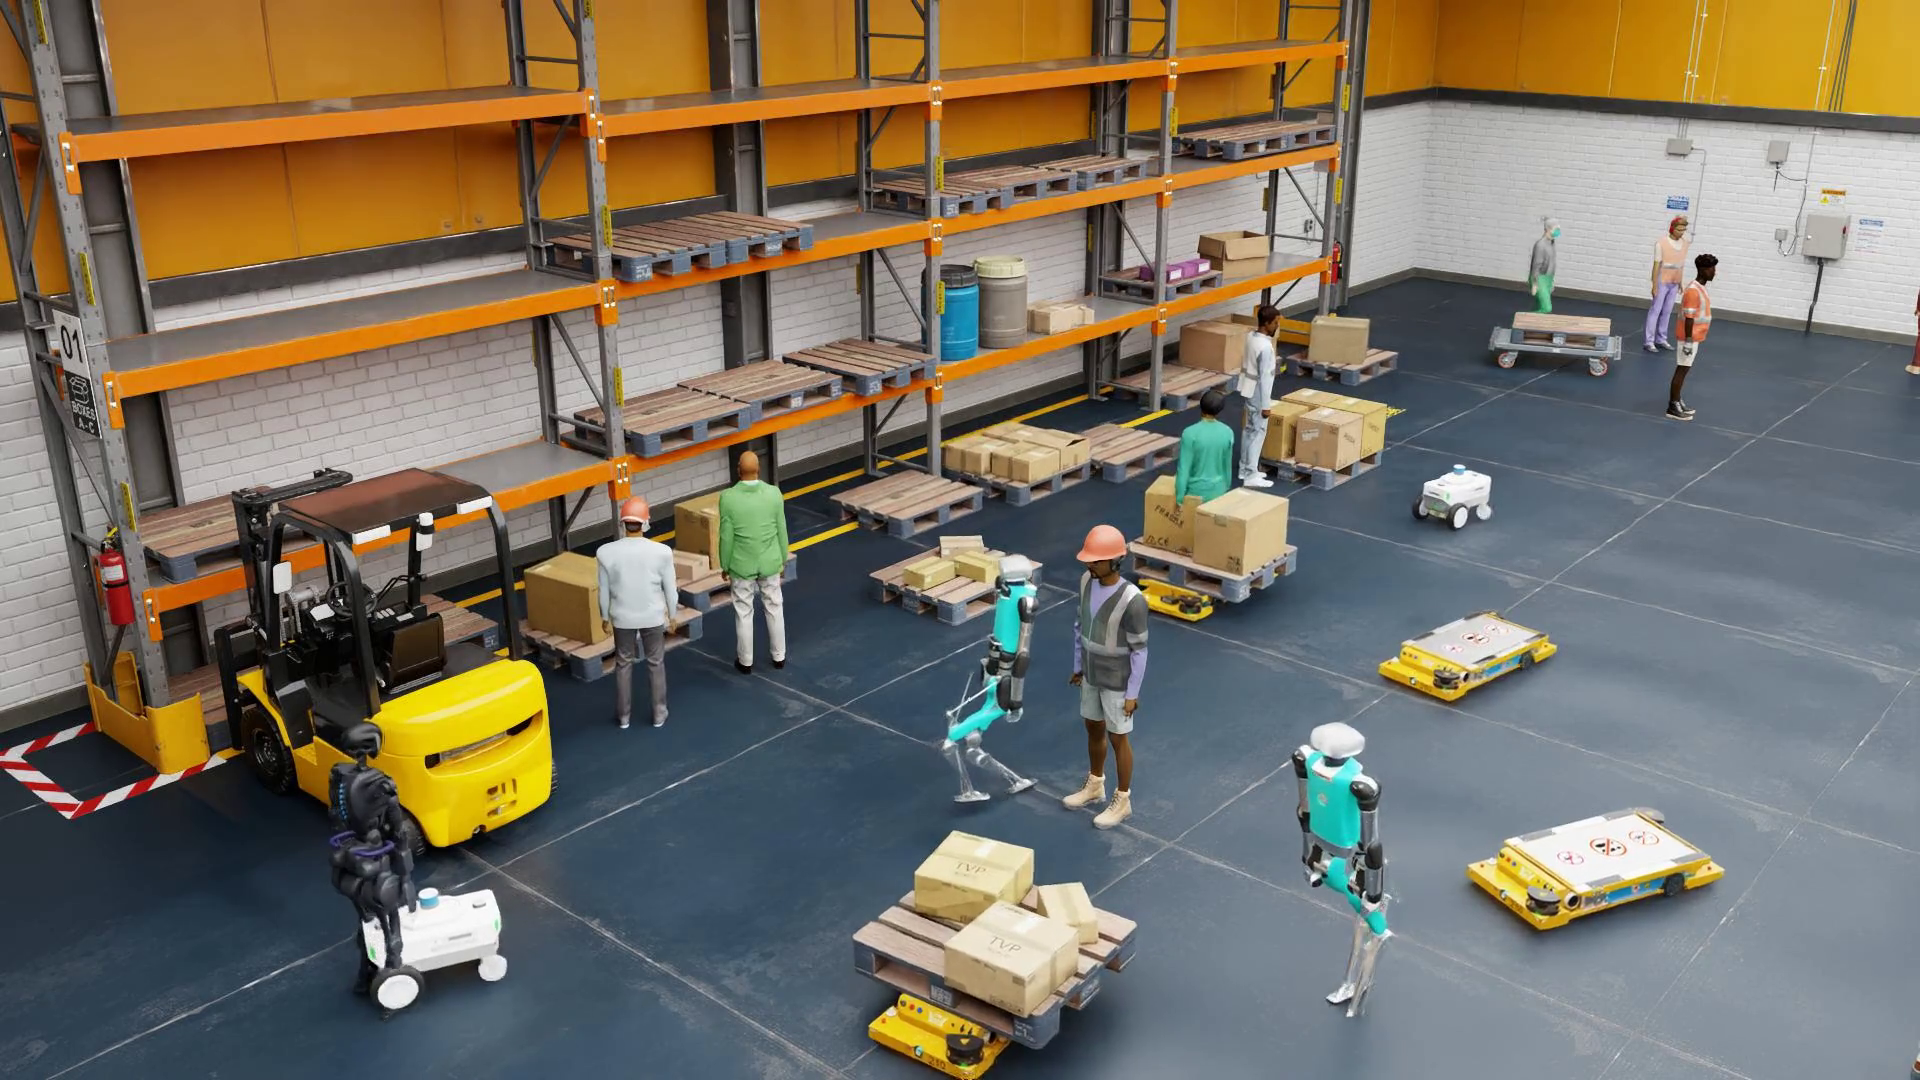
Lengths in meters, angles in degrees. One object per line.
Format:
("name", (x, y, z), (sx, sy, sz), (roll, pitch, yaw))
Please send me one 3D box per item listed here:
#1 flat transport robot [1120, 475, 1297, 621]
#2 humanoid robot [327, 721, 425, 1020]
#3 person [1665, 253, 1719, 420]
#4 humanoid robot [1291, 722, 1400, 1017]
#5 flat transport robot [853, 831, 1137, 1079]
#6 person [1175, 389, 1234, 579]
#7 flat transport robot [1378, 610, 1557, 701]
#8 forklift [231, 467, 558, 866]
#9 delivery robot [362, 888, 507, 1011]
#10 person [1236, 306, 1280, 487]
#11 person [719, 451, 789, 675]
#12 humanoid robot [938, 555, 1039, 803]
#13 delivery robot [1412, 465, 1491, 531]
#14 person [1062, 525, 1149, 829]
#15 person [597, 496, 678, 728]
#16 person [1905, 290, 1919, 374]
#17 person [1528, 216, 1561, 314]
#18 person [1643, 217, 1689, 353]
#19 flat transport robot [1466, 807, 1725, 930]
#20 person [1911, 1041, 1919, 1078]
("flat transport robot", (2.164, 0.358, 14.581), (0.659, 0.231, 1.431), (16, 26, 37))
("humanoid robot", (-3.146, 1.732, 8.838), (0.589, 1.637, 0.331), (11, 23, 27))
("person", (8.645, -2.414, 19.643), (0.364, 1.964, 0.609), (11, 23, 28))
("humanoid robot", (2.102, 1.729, 8.761), (0.762, 1.770, 0.531), (-14, 24, -33))
("flat transport robot", (0.190, 2.396, 9.059), (0.659, 0.231, 1.431), (14, 24, 33))
("person", (2.111, -0.378, 14.330), (0.571, 1.819, 0.503), (-6, 21, -16))
("flat transport robot", (4.018, 0.899, 13.116), (1.431, 0.231, 0.659), (-16, 25, -36))
("forklift", (-3.730, 0.710, 10.856), (2.313, 2.155, 1.214), (17, 26, 38))
("delivery robot", (-2.925, 2.216, 9.162), (0.802, 0.613, 0.499), (-9, 22, -22))
("person", (3.087, -1.490, 17.230), (0.408, 1.908, 0.595), (-2, 20, -6))
("person", (-1.596, 0.177, 12.885), (0.544, 1.782, 0.384), (-7, 21, -17))
("humanoid robot", (0.149, 0.976, 10.797), (0.936, 1.760, 0.539), (-7, 21, -18))
("delivery robot", (4.860, -0.431, 16.305), (0.766, 0.594, 0.529), (-15, 25, -35))
("person", (0.913, 0.870, 10.638), (0.389, 2.040, 0.613), (-14, 24, -32))
("person", (-2.315, 0.525, 12.008), (0.572, 1.737, 0.350), (-3, 20, -7))
("person", (12.647, -3.020, 21.561), (0.466, 1.774, 0.378), (4, 21, 10))
("person", (8.066, -3.555, 22.927), (0.416, 1.831, 0.540), (17, 26, 38))
("person", (9.667, -3.496, 22.758), (0.562, 1.837, 0.391), (-10, 22, -25))
("flat transport robot", (3.886, 1.991, 10.156), (1.431, 0.231, 0.659), (-9, 22, -22))
("person", (5.020, 1.873, 8.076), (0.373, 1.934, 0.627), (-3, 20, -7))
